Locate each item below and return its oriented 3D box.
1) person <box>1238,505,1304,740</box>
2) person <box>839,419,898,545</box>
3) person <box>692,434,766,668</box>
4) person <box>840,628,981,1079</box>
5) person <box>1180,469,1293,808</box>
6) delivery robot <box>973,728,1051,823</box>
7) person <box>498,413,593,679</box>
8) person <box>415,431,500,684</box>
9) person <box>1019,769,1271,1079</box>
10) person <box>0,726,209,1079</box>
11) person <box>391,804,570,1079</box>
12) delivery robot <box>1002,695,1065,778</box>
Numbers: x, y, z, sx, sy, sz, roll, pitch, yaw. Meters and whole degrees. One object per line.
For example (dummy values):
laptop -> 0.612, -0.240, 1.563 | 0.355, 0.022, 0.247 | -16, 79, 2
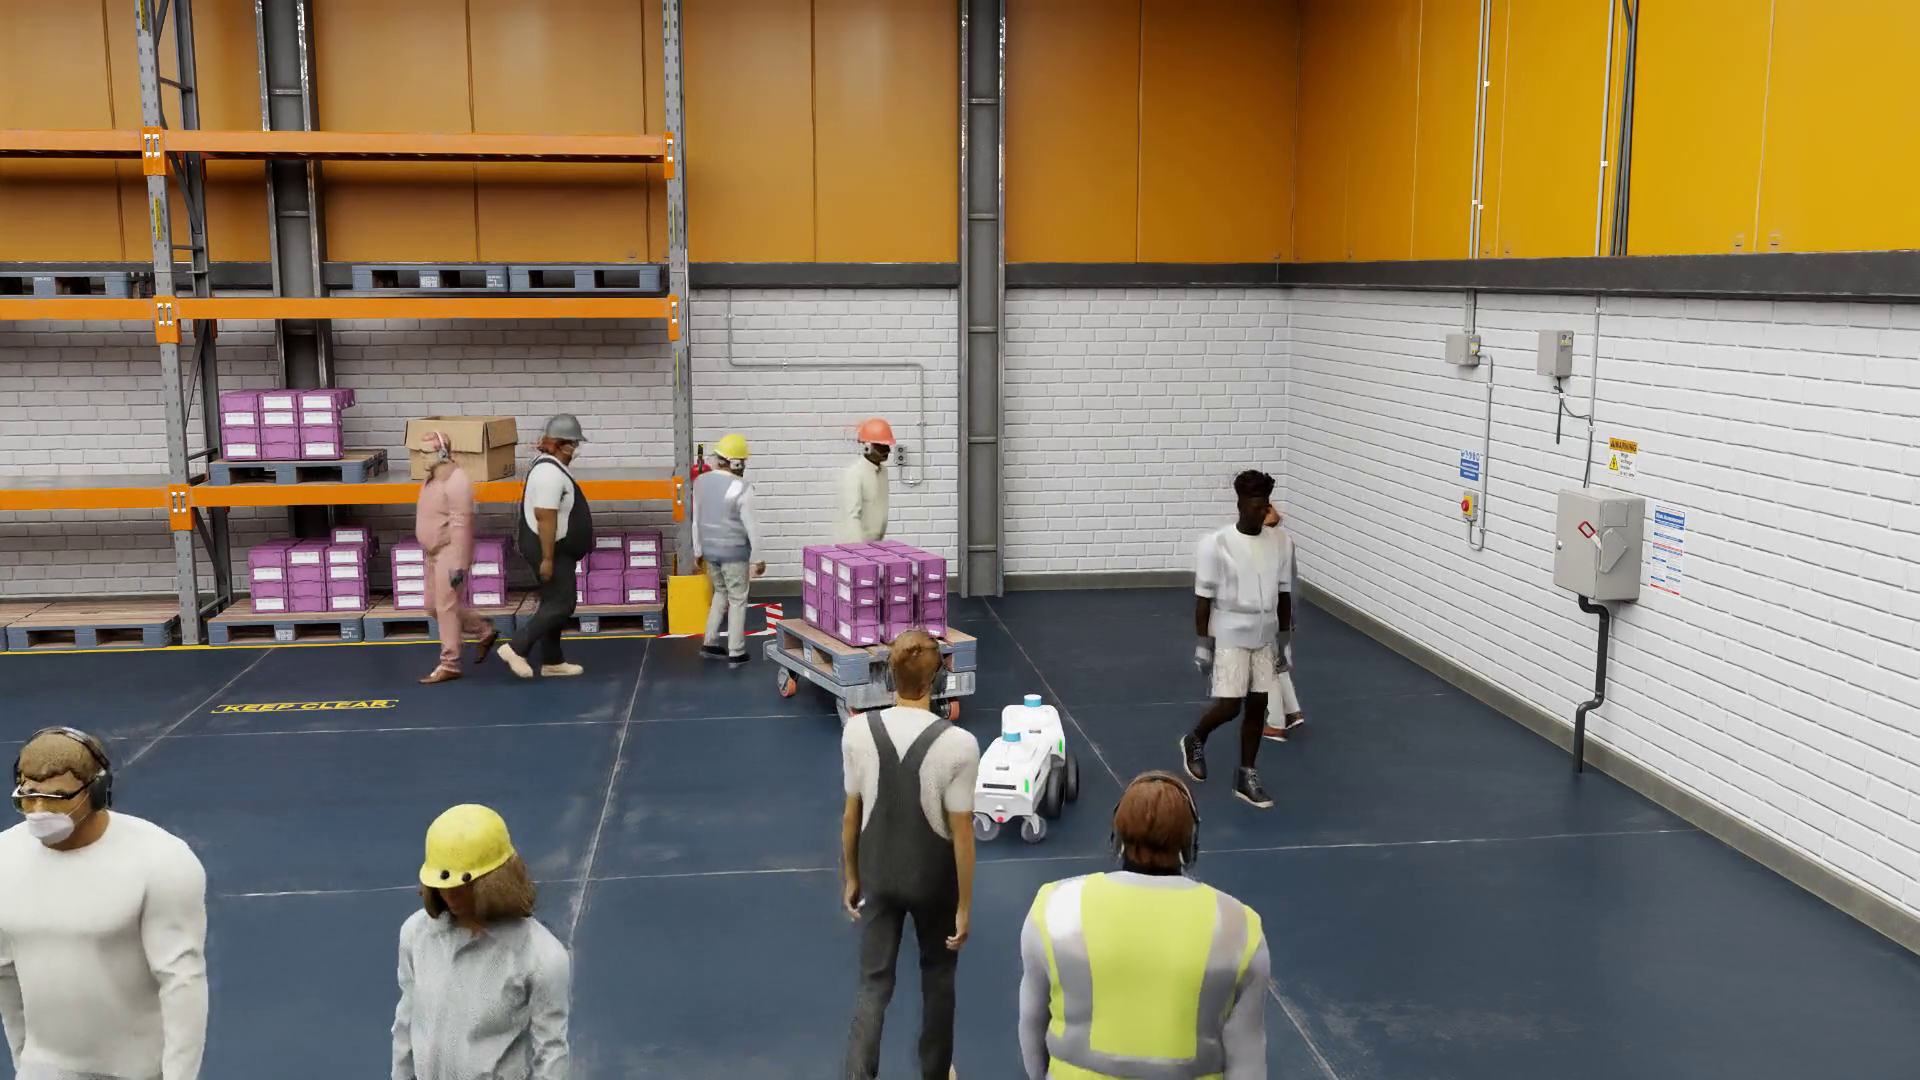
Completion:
person -> 1.974, 0.511, 10.780 | 0.530, 1.612, 0.352 | -7, 12, -38
person -> -0.651, 0.044, 12.645 | 1.053, 1.928, 0.615 | 5, 10, 28
person -> -1.775, 0.088, 12.788 | 0.616, 1.809, 0.435 | 7, 11, 37
person -> -0.196, 1.218, 5.745 | 0.527, 1.823, 0.848 | 2, 9, 13
person -> 1.592, 0.542, 9.565 | 0.606, 1.945, 0.561 | -4, 10, -24
delivery robot -> 0.279, 1.267, 9.046 | 0.477, 0.478, 0.707 | 2, 9, 12
person -> -3.057, 0.044, 12.347 | 0.658, 2.000, 0.700 | -3, 9, -16
person -> -3.759, 0.117, 12.373 | 0.579, 1.887, 0.640 | -7, 11, -37
person -> 0.457, 1.468, 4.245 | 0.623, 1.799, 0.945 | 1, 9, 4
person -> -2.298, 1.397, 4.447 | 0.636, 1.886, 1.014 | 0, 9, 1
person -> -1.217, 1.494, 4.264 | 0.502, 1.726, 0.518 | 3, 10, 18
delivery robot -> 0.426, 1.152, 9.760 | 0.477, 0.478, 0.707 | 0, 9, -1
